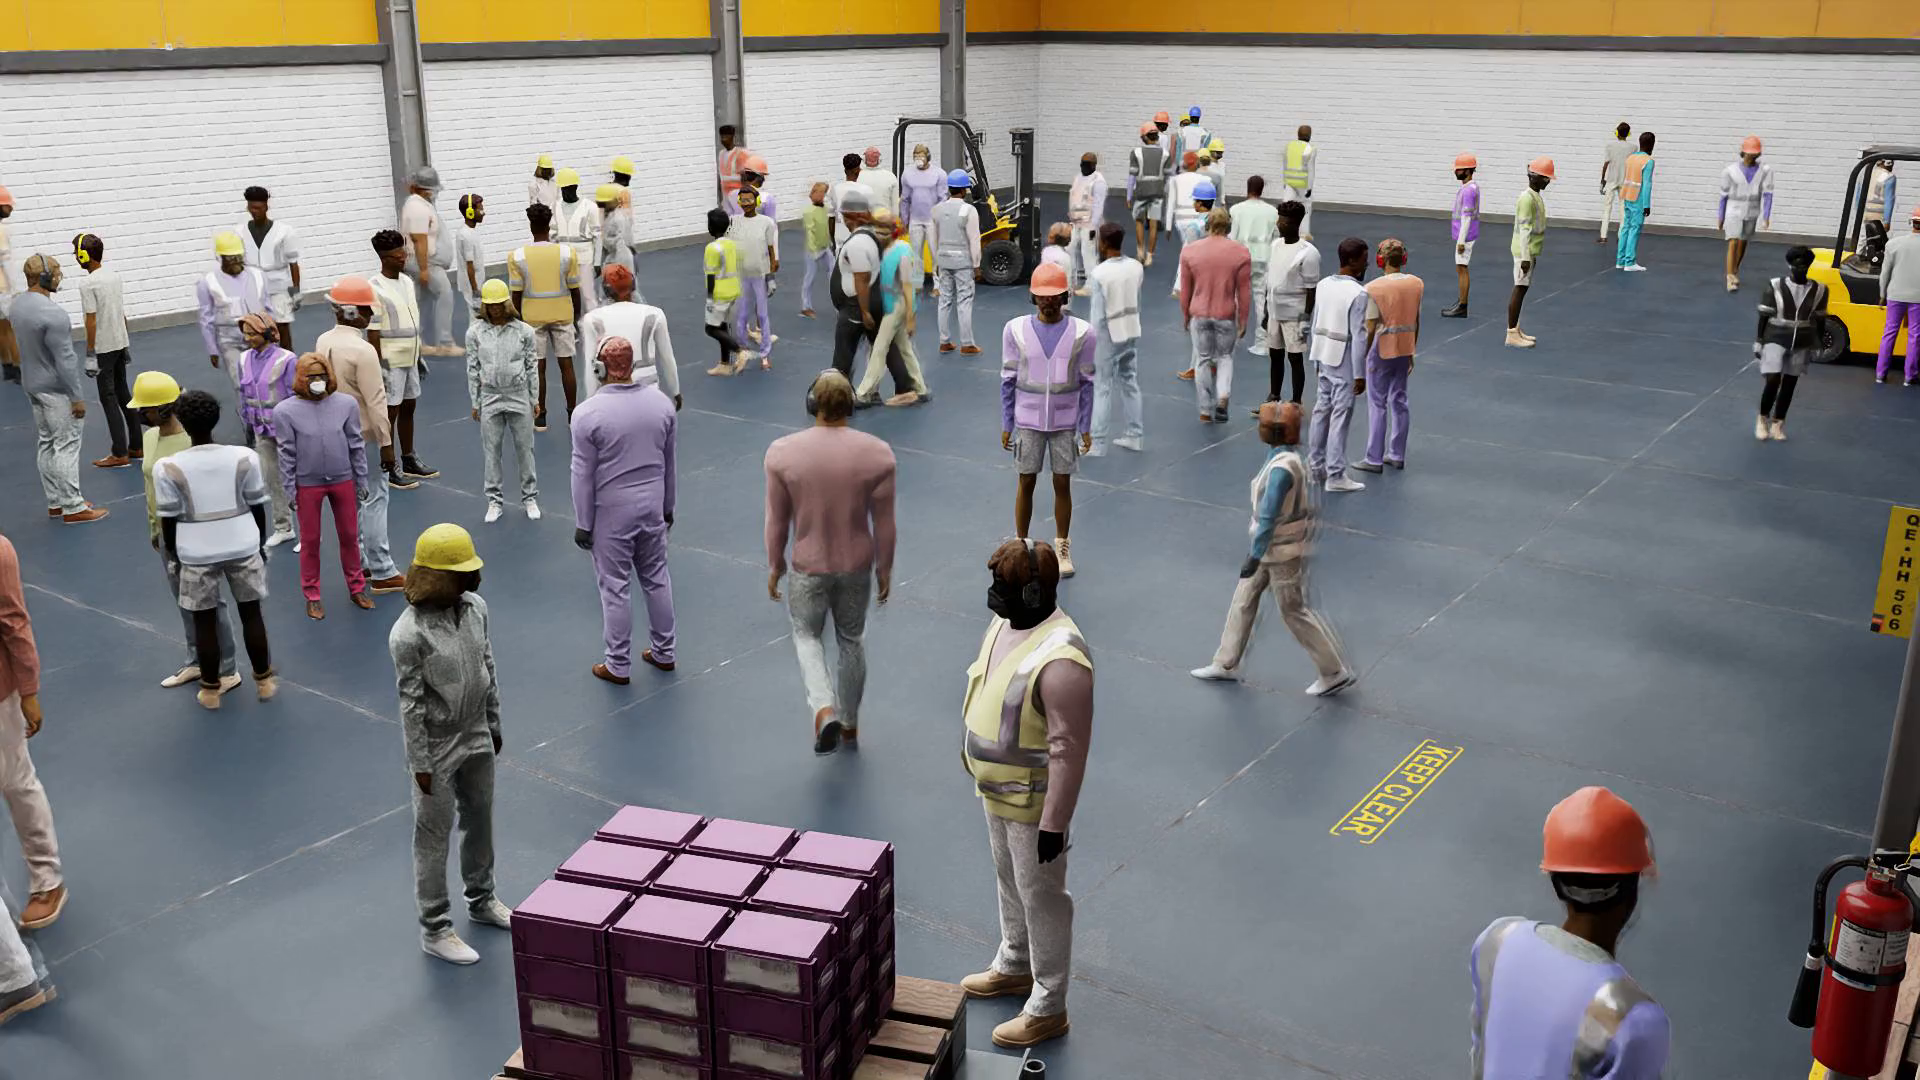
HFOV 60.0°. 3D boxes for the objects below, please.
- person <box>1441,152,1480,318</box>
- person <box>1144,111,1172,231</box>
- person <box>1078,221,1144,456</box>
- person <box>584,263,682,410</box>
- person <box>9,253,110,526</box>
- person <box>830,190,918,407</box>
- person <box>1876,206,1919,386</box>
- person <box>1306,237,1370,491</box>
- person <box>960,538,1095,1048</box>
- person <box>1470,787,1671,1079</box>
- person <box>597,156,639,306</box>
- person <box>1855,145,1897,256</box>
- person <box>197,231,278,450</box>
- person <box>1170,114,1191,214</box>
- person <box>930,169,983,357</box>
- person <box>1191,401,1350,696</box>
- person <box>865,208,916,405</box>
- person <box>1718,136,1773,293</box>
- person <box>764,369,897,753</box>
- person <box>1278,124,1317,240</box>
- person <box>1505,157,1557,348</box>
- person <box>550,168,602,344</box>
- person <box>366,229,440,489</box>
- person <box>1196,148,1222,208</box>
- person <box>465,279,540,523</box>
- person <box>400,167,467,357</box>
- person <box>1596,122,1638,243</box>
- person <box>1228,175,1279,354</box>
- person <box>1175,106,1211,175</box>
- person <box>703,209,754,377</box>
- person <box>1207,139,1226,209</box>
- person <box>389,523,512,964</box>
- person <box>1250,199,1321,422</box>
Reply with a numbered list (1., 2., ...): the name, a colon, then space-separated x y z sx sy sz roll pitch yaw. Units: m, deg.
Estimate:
1. person: 5.949 -3.613 19.741 0.388 1.930 0.544 5 18 15
2. person: 3.284 -6.080 27.441 0.375 1.935 0.551 -9 20 -25
3. person: 1.270 -1.644 13.610 0.399 1.916 0.597 17 24 42
4. person: -2.309 -1.045 11.827 0.641 1.849 0.762 -2 18 -5
5. person: -6.385 -1.052 11.737 0.634 1.930 0.384 13 22 35
6. person: -0.855 -2.210 15.170 1.003 2.000 0.692 6 19 18
7. person: 9.242 -2.383 16.173 0.559 1.751 0.326 15 23 39
8. person: 2.864 -1.327 12.608 0.379 1.916 0.591 -7 19 -20
9. person: 0.219 0.876 5.837 0.429 1.842 0.633 -6 19 -18
10. person: 1.332 1.495 3.816 0.575 1.889 0.567 -10 20 -27
11. person: -4.028 -3.537 19.543 0.535 1.901 0.662 -12 21 -33
12. person: 12.082 -4.272 21.955 0.403 1.831 0.596 -4 18 -11
13. person: -5.998 -1.668 13.840 0.574 1.812 0.608 16 23 40
14. person: 3.996 -6.725 29.763 0.532 1.756 0.339 -2 18 -7
15. person: -0.028 -2.908 17.501 0.602 1.949 0.391 12 22 34
16. person: 1.707 0.049 8.814 0.824 1.602 0.512 2 18 6
17. person: -0.701 -2.151 15.353 0.601 1.817 0.403 -6 19 -17
18. person: 10.210 -4.267 21.708 0.608 1.989 1.073 4 18 12
19. person: -0.612 0.138 8.019 0.640 1.921 0.562 -3 18 -9
20. person: 5.279 -5.593 26.118 0.621 1.823 0.814 16 24 41
21. person: 6.164 -3.106 17.986 0.390 2.034 0.605 7 19 22
22. person: -4.146 -3.032 17.925 0.594 1.924 0.382 5 18 15
23. person: -4.297 -1.387 12.714 0.368 1.967 0.600 5 18 14
24. person: 3.266 -4.405 22.523 0.559 1.740 0.396 -2 18 -7
25. person: -3.231 -0.985 11.819 0.493 1.743 0.298 -4 18 -13
26. person: -5.525 -2.919 17.386 0.714 2.000 0.794 -7 19 -21
27. person: 10.271 -5.573 25.993 0.508 1.861 0.328 3 18 10
28. person: 3.110 -2.955 17.830 0.628 1.835 1.031 -2 18 -7
29. person: 4.018 -6.484 28.714 0.601 1.939 0.411 3 18 9
30. person: -2.299 -2.410 16.372 0.483 1.677 0.543 6 19 17
31. person: 3.648 -4.872 23.941 0.315 1.769 0.525 16 24 42
32. person: -1.912 0.768 6.348 0.320 1.738 0.485 8 20 25
33. person: 2.874 -1.999 14.629 0.369 1.967 0.600 -10 20 -29
